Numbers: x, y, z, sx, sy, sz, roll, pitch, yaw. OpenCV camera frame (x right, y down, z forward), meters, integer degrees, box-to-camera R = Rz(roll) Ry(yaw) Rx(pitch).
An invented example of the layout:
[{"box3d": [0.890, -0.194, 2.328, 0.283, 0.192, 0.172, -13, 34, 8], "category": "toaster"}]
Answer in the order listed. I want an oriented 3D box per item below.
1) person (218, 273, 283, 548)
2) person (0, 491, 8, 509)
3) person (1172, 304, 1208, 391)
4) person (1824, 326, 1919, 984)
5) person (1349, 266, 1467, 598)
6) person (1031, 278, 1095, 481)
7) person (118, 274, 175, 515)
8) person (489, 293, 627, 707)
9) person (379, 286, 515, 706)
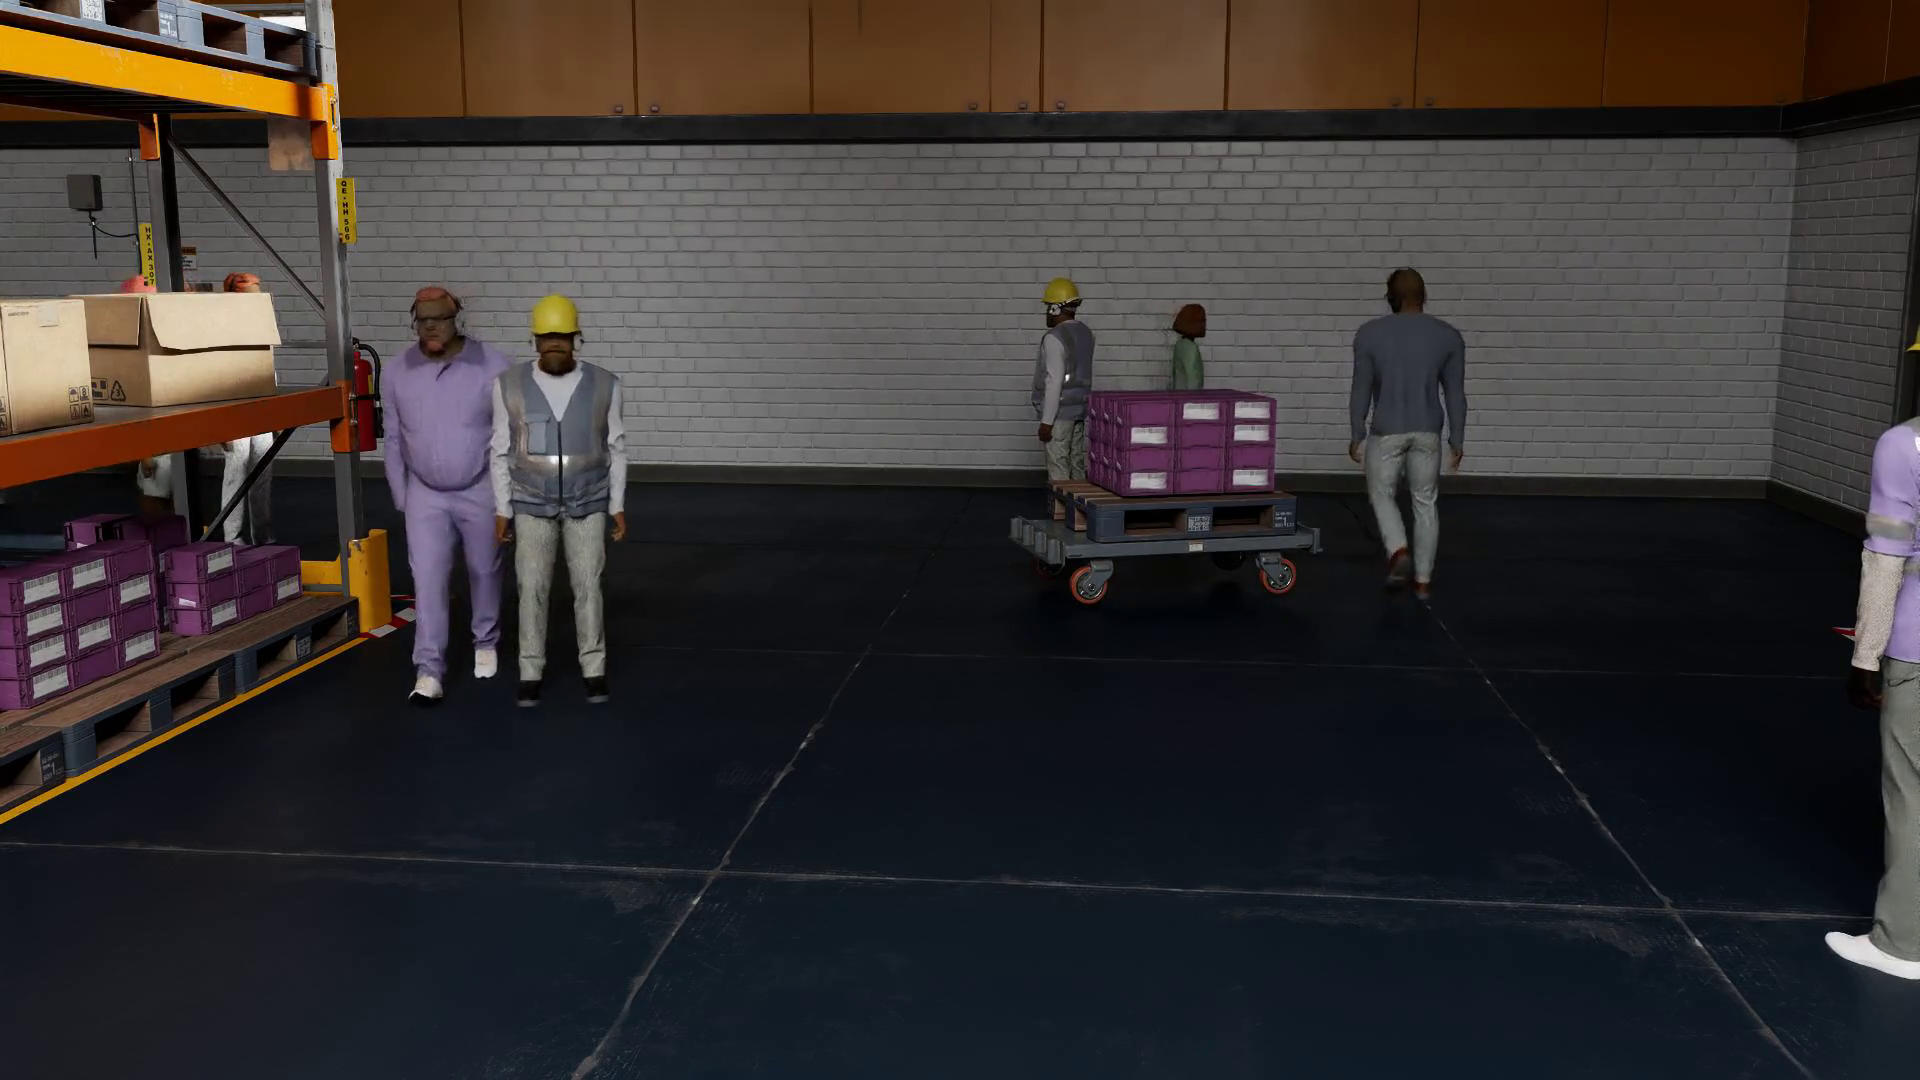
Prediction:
[{"box3d": [-4.581, -0.767, 10.683, 0.347, 1.879, 0.577, 3, 10, 14], "category": "person"}, {"box3d": [-7.766, -1.128, 12.730, 0.622, 1.877, 0.494, 7, 12, 36], "category": "person"}, {"box3d": [1.682, -0.957, 12.468, 0.436, 1.621, 0.513, 0, 10, -1], "category": "person"}, {"box3d": [2.735, 0.270, 4.629, 0.588, 1.919, 0.402, -2, 10, -13], "category": "person"}, {"box3d": [2.576, -0.595, 9.541, 0.669, 1.926, 0.534, 1, 10, 3], "category": "person"}, {"box3d": [0.693, -0.876, 11.424, 0.404, 1.830, 0.603, 5, 11, 29], "category": "person"}, {"box3d": [-4.628, -0.594, 9.679, 0.553, 1.891, 0.612, -6, 11, -29], "category": "person"}, {"box3d": [-1.775, -0.169, 7.378, 0.598, 1.830, 0.404, -3, 10, -15], "category": "person"}, {"box3d": [-2.294, -0.211, 7.545, 0.652, 1.853, 0.981, -1, 10, -8], "category": "person"}]
